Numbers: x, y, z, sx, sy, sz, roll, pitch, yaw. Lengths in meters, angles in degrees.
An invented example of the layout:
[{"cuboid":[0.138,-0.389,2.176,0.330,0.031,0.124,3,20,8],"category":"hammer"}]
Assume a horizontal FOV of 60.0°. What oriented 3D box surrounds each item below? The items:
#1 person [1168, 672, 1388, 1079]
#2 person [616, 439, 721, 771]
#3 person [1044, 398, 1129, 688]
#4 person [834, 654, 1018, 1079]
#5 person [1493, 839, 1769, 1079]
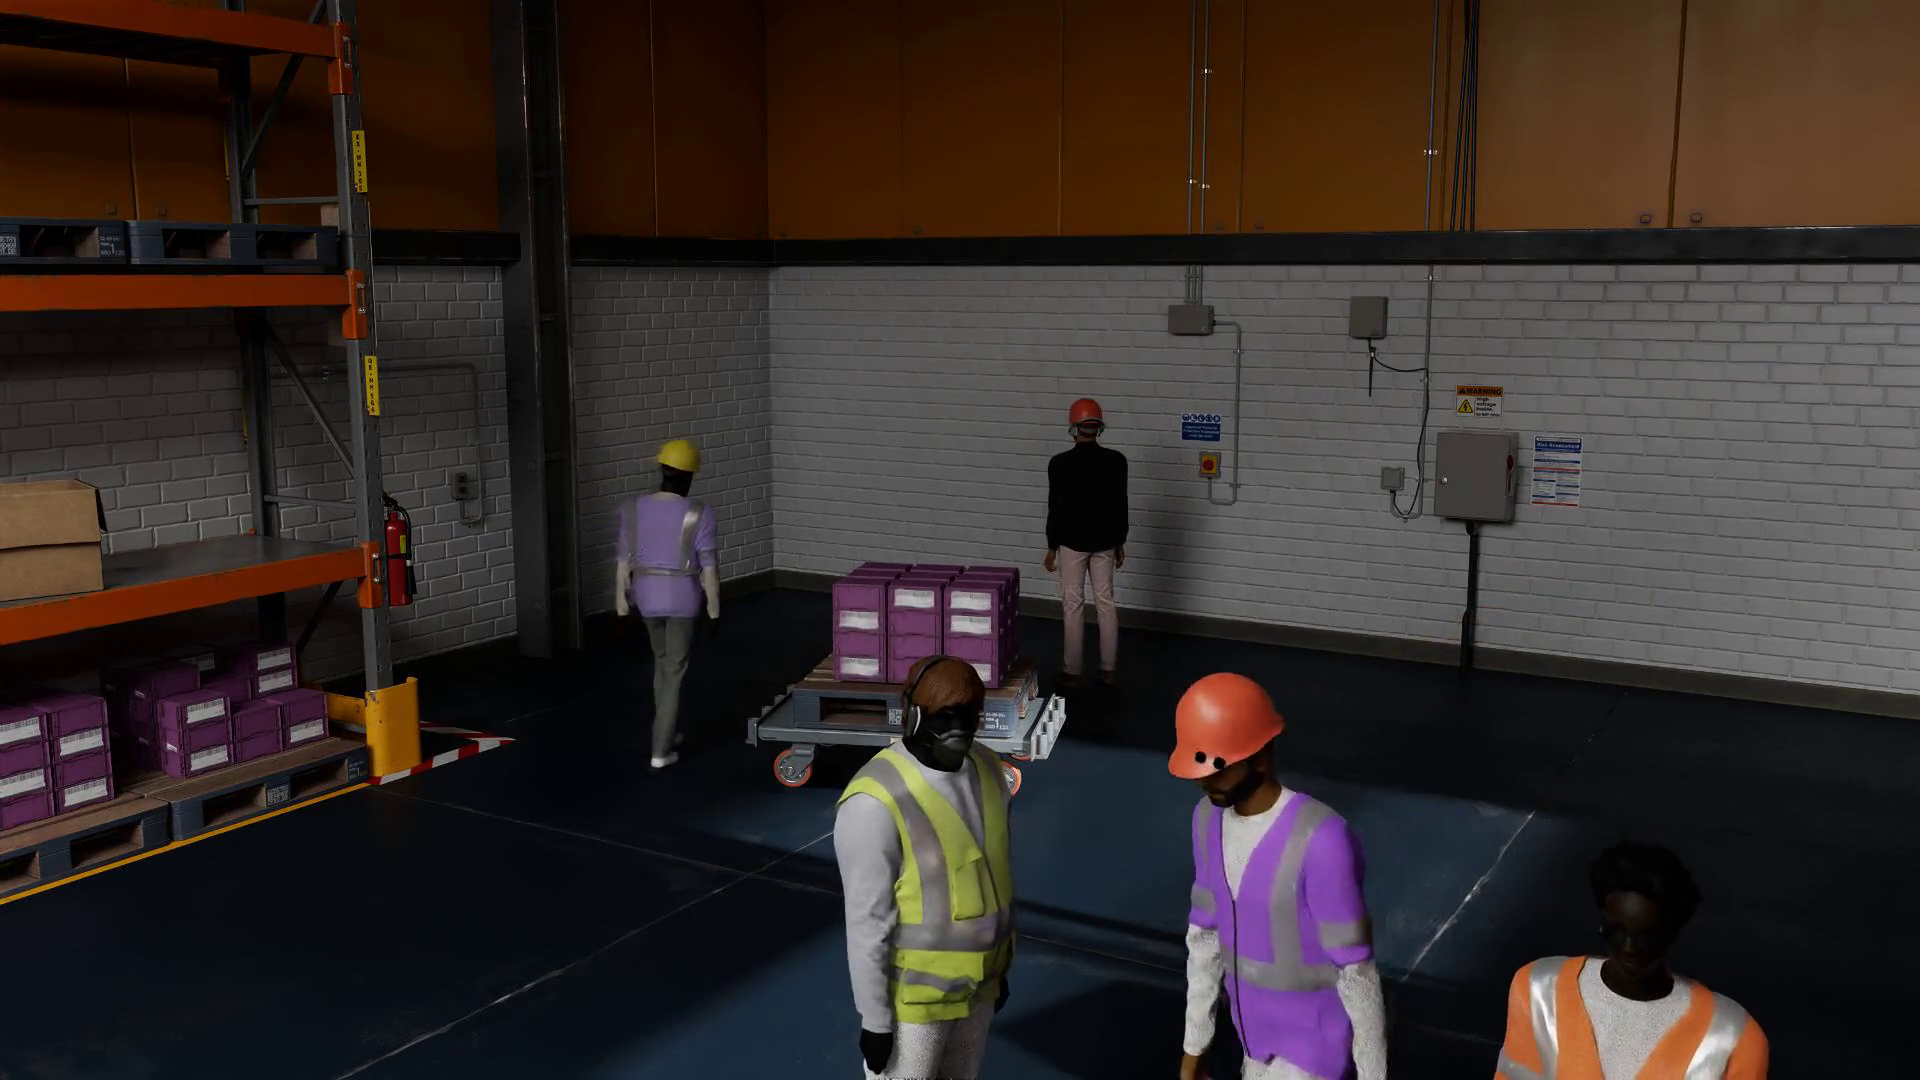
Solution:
[{"cuboid":[0.738,1.250,4.099,0.732,1.885,0.581,-4,10,-24],"category":"person"},{"cuboid":[-1.643,0.353,9.664,0.610,1.889,0.747,2,9,14],"category":"person"},{"cuboid":[0.861,0.019,11.448,0.623,1.992,0.396,-4,10,-22],"category":"person"},{"cuboid":[-0.061,1.209,4.510,0.430,1.841,0.624,6,11,35],"category":"person"},{"cuboid":[1.376,1.442,3.493,0.537,1.697,0.318,6,11,31],"category":"person"}]
